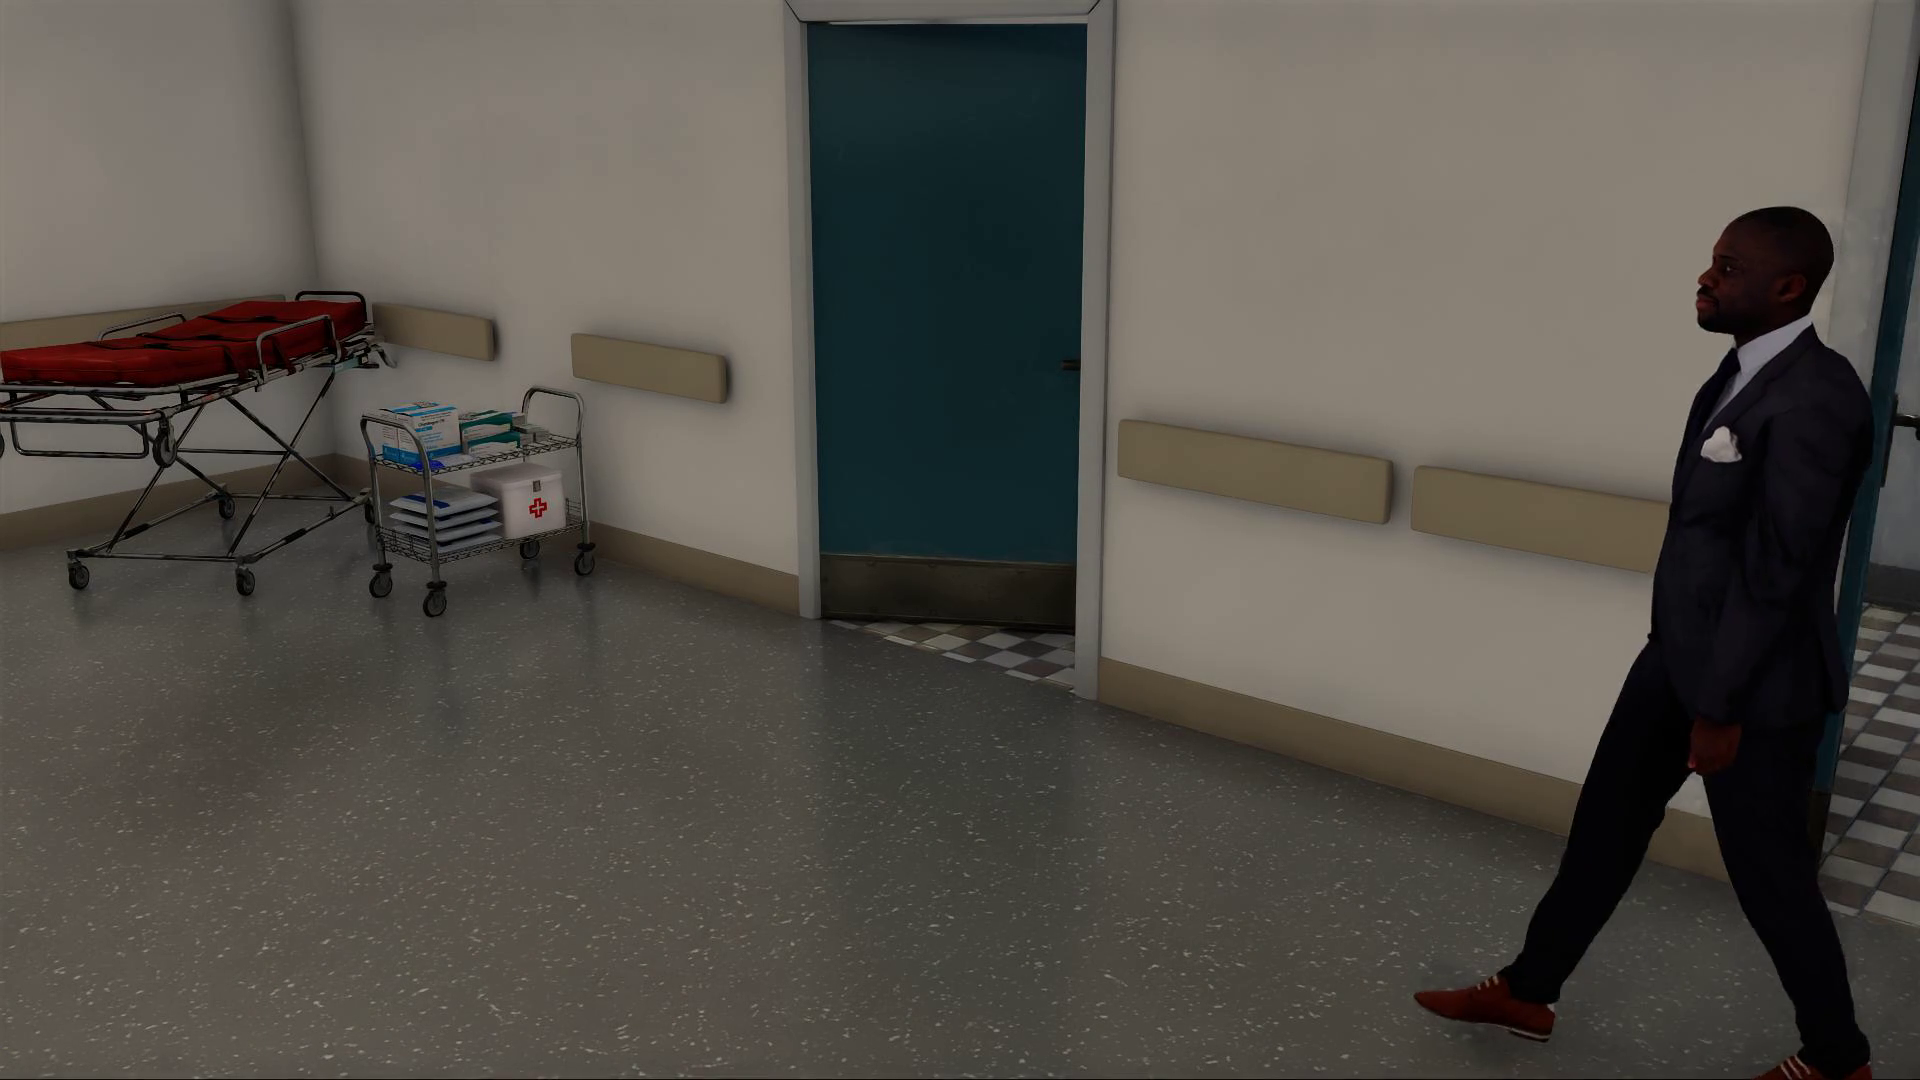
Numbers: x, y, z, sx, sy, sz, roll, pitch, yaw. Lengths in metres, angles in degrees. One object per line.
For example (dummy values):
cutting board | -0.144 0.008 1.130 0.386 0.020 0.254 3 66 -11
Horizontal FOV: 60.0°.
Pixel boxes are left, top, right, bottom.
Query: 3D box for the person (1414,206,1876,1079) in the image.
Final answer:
person | 1.572 0.295 3.228 1.237 1.782 1.063 3 16 10
